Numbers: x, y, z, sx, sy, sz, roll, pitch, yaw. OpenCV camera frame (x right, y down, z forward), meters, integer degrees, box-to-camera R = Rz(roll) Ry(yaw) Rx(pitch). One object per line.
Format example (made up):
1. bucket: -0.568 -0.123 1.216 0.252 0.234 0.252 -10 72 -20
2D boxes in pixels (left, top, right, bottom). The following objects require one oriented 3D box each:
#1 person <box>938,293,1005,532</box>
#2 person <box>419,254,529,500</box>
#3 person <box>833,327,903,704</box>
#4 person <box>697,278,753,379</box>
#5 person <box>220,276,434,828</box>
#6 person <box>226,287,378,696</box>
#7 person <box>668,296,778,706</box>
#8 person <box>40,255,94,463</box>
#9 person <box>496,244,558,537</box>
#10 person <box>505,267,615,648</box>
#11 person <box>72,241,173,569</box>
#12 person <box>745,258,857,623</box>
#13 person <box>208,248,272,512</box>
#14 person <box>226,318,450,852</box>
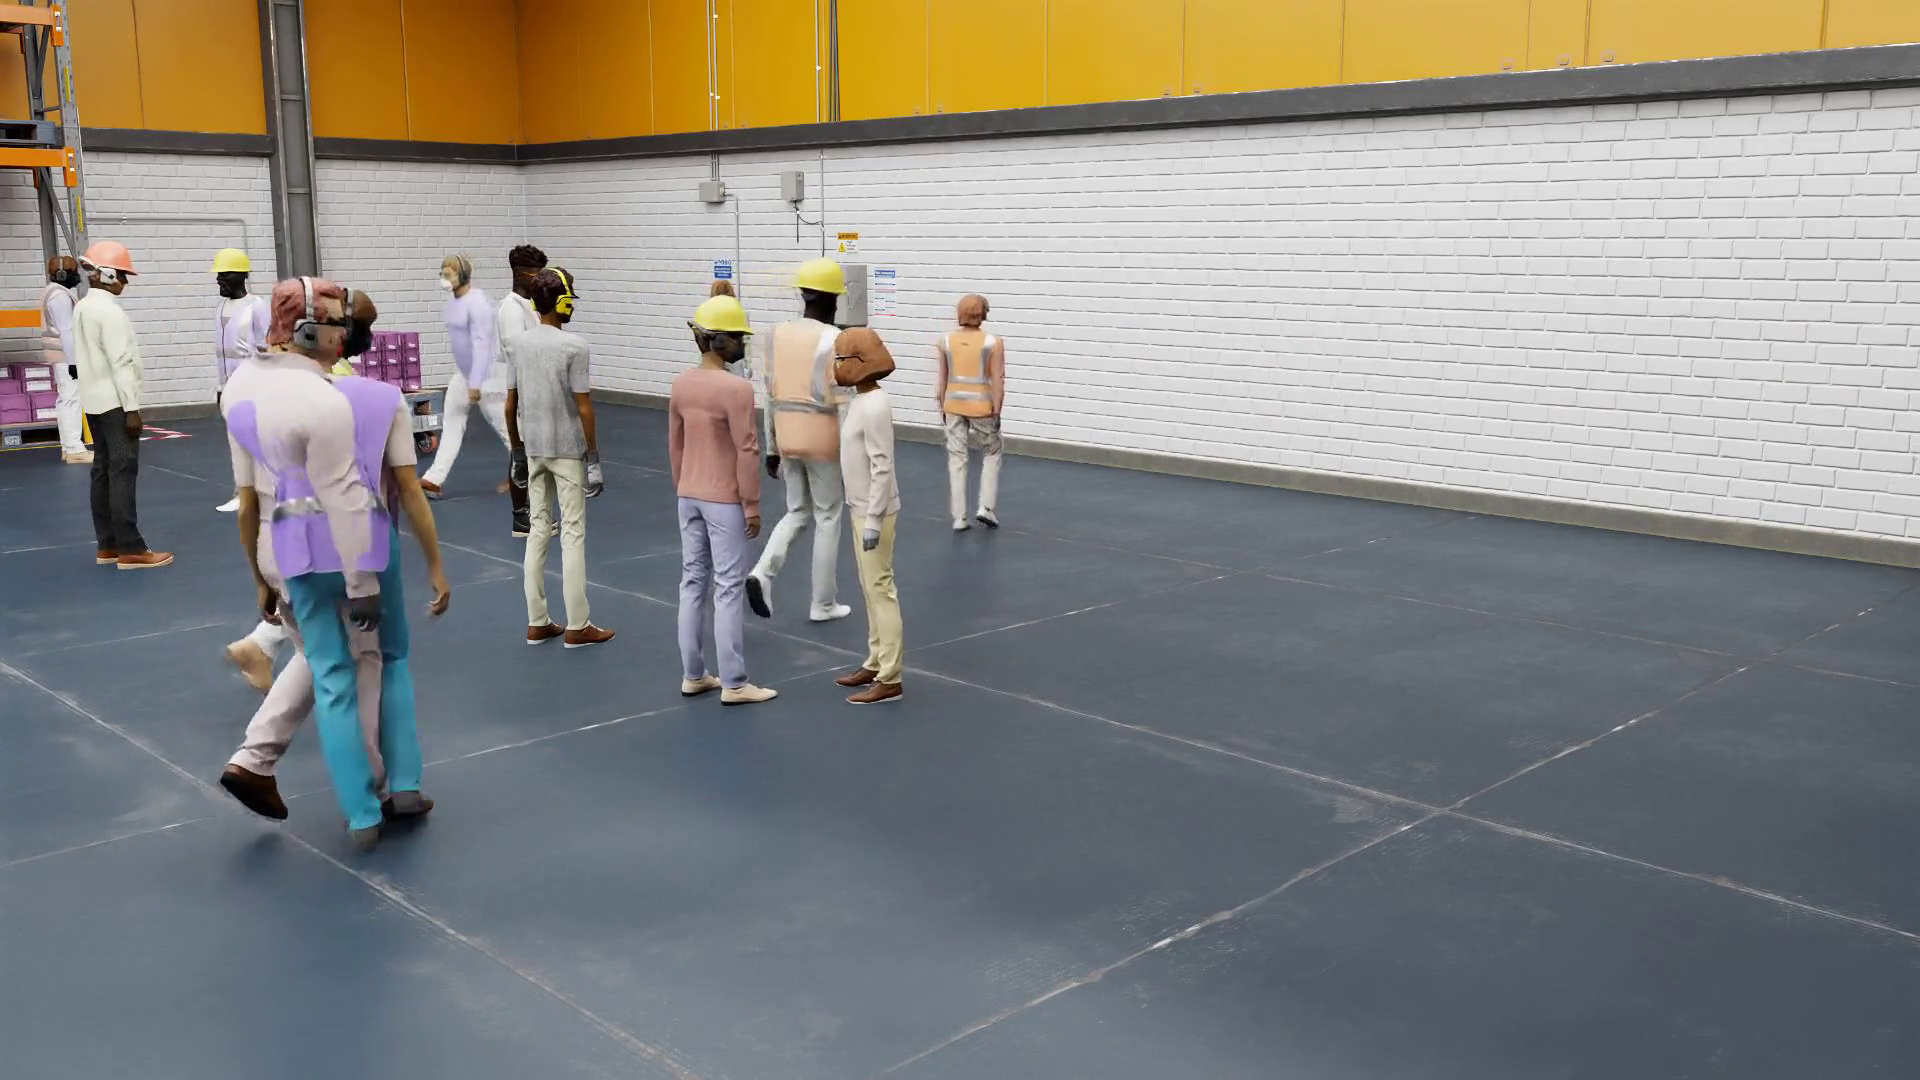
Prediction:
1. person: 0.081 -0.869 11.414 0.515 1.624 0.432 4 11 20
2. person: -3.762 -1.240 12.759 1.063 1.869 0.644 -9 14 -41
3. person: -0.404 -0.105 7.232 0.285 1.631 0.502 -2 11 -10
4. person: -2.189 -1.617 15.491 0.516 1.625 0.383 -3 11 -16
5. person: -2.141 0.071 5.557 0.678 1.889 0.617 9 14 41
6. person: -2.698 -0.137 6.925 0.618 1.814 0.673 -6 12 -29
7. person: -1.044 -0.168 7.220 0.526 1.765 0.329 9 14 41
8. person: -7.943 -1.610 14.866 0.429 1.842 0.636 -7 12 -33
9. person: -2.927 -1.002 11.232 0.380 1.958 0.601 -2 11 -10
10. person: -1.993 -0.402 8.204 0.535 1.868 0.309 5 11 24
11. person: -5.149 -0.817 10.144 0.608 1.988 0.387 9 14 41
12. person: -0.803 -0.484 8.531 0.611 1.907 0.596 7 12 33
13. person: -5.201 -1.140 12.068 0.586 1.928 0.369 6 12 31
14. person: -2.046 0.114 5.546 0.656 1.804 0.571 -3 11 -17
